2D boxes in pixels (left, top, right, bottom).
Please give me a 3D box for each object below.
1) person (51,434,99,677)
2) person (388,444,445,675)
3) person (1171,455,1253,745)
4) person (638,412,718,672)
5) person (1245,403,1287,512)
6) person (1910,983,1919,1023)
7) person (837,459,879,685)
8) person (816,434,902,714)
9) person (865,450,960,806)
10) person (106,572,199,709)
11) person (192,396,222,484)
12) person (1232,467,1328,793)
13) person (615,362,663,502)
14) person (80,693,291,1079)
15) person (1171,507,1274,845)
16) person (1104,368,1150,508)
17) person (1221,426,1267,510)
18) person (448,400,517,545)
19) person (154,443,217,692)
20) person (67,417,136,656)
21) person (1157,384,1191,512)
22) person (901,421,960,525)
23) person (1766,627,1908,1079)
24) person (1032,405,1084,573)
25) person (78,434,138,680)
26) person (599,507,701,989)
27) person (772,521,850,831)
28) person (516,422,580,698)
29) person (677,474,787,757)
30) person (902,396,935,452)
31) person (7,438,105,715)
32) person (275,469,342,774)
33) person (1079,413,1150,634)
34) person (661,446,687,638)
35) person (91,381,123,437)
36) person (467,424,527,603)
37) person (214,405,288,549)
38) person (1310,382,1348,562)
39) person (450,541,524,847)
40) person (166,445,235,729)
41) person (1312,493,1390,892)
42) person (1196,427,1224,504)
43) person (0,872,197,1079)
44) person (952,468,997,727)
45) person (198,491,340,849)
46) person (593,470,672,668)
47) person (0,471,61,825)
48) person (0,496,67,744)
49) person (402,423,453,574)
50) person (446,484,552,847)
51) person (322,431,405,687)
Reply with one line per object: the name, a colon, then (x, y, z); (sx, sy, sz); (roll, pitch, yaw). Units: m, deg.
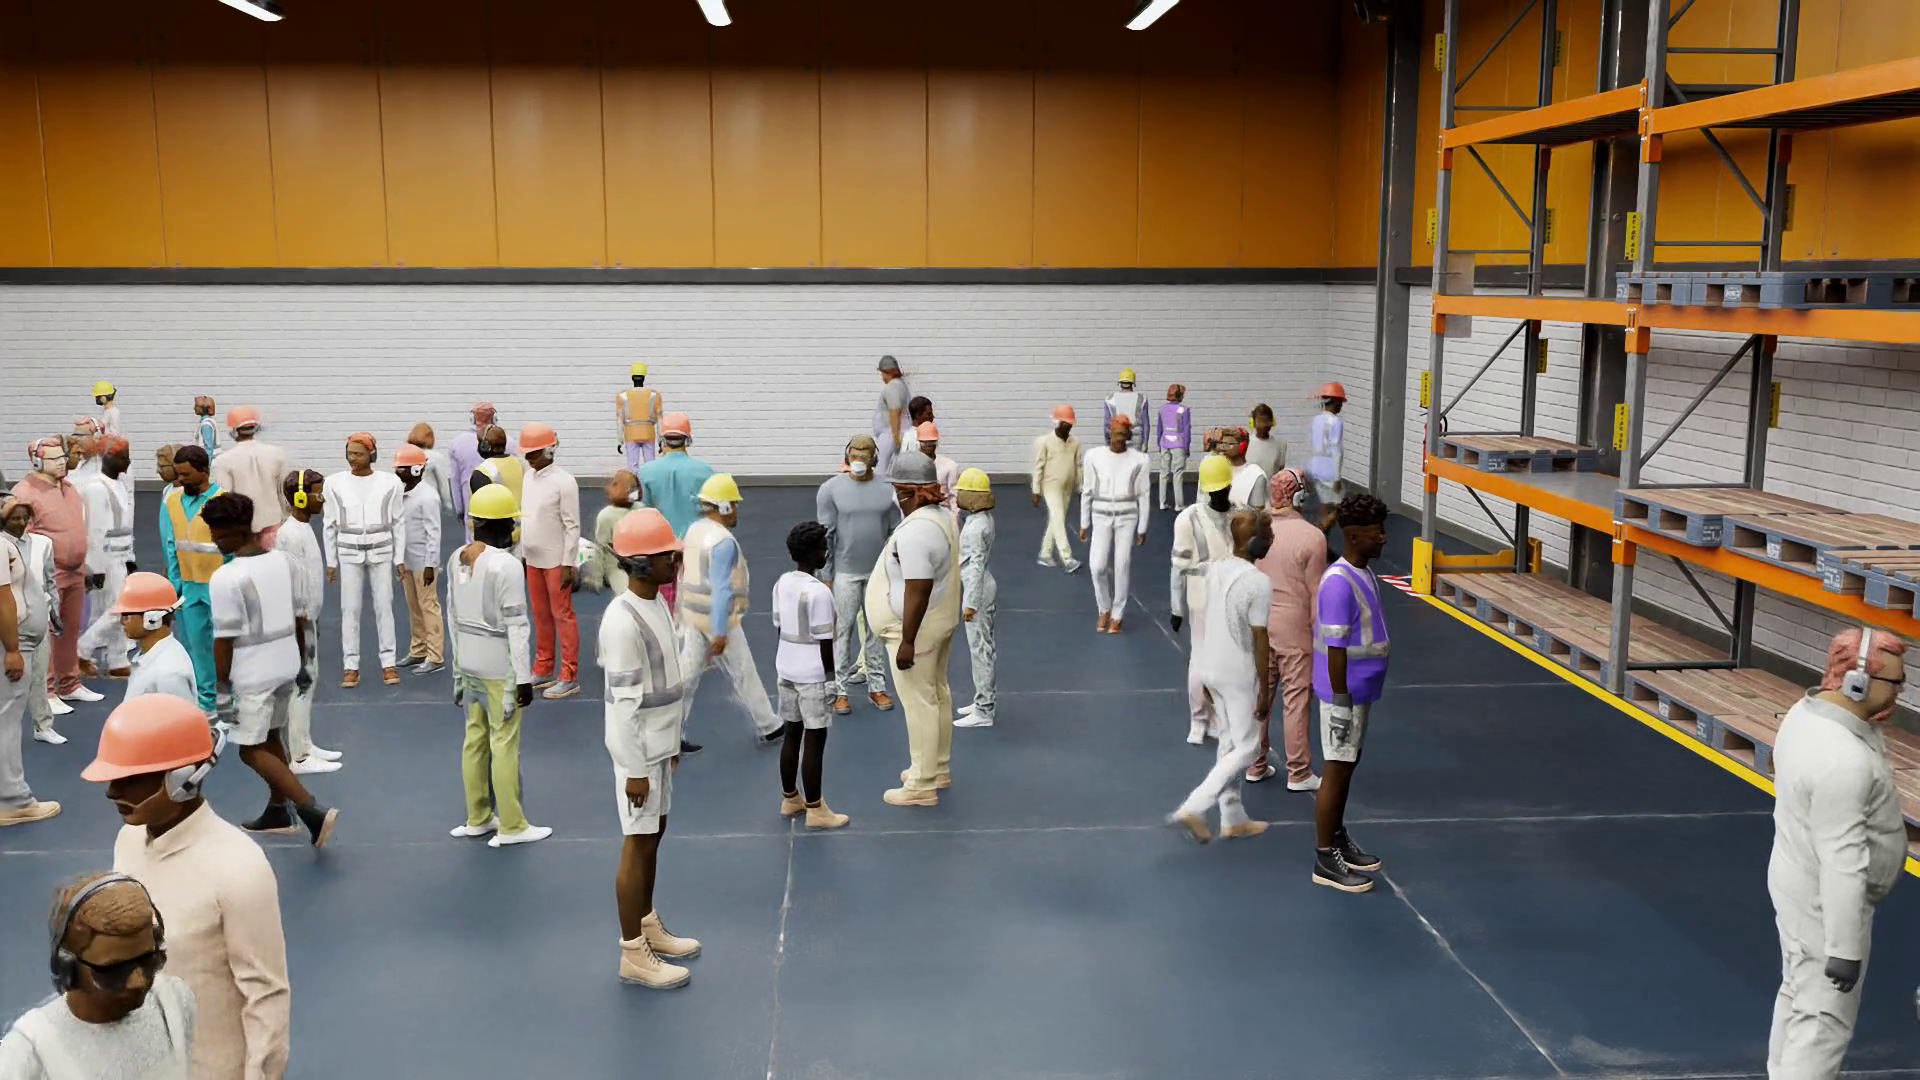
person: (-6.761, 0.119, 12.579); (0.352, 1.830, 0.531); (-7, 11, -38)
person: (-4.149, 0.141, 12.667); (0.327, 1.752, 0.561); (-8, 12, -42)
person: (1.692, 0.392, 10.658); (0.722, 1.901, 0.435); (-4, 10, -22)
person: (-2.126, 0.023, 12.659); (0.611, 1.993, 0.382); (1, 9, 4)
person: (2.811, -0.386, 15.712); (0.533, 1.852, 0.576); (0, 9, -2)
person: (3.235, 1.286, 5.203); (0.560, 1.854, 0.509); (-2, 9, -11)
person: (-0.746, 0.191, 12.353); (0.325, 1.752, 0.563); (-1, 9, -4)
person: (-0.679, 0.231, 11.531); (0.630, 1.938, 0.373); (-3, 10, -20)
person: (-0.277, 0.492, 9.568); (0.536, 2.000, 0.688); (2, 9, 15)
person: (-3.488, 1.002, 7.261); (0.327, 1.753, 0.563); (-6, 11, -32)
person: (-8.697, -0.853, 19.254); (0.309, 1.645, 0.514); (-4, 10, -23)
person: (1.915, 0.525, 9.784); (0.641, 1.909, 0.409); (9, 13, 43)
person: (-4.064, -1.291, 21.118); (0.594, 1.925, 0.369); (-2, 9, -15)
person: (-1.977, 1.359, 4.272); (0.622, 1.991, 0.396); (6, 11, 33)
person: (1.393, 0.737, 8.728); (0.594, 1.824, 0.555); (-5, 10, -28)
person: (2.153, -1.298, 21.458); (0.592, 1.833, 0.404); (1, 9, 9)
person: (2.186, 0.020, 13.137); (0.388, 1.848, 0.564); (-5, 11, -30)
person: (-4.244, -0.306, 14.990); (0.643, 1.913, 0.400); (1, 9, 8)
person: (-5.536, 0.222, 11.893); (0.515, 1.839, 0.333); (6, 11, 35)
person: (-6.876, -0.029, 13.260); (0.644, 1.908, 0.408); (4, 10, 23)
person: (2.738, -1.178, 21.321); (0.315, 1.637, 0.514); (-9, 13, -43)
person: (-0.286, -0.168, 14.597); (0.573, 1.754, 0.327); (2, 9, 14)
person: (2.888, 1.214, 5.499); (0.402, 1.896, 0.658); (3, 9, 17)
person: (1.063, -0.523, 16.999); (0.574, 1.696, 0.905); (-6, 11, -34)
person: (-6.338, 0.148, 12.300); (0.490, 1.867, 0.575); (-2, 9, -15)
person: (-1.325, 0.877, 7.130); (0.363, 2.048, 0.612); (0, 9, 2)
person: (-0.827, 0.736, 9.117); (0.316, 1.695, 0.541); (-6, 11, -34)
person: (-2.977, 0.140, 11.951); (0.609, 1.986, 0.393); (8, 12, 41)
person: (-1.492, 0.473, 10.481); (0.971, 1.777, 0.611); (-6, 11, -33)
person: (-0.390, -0.372, 15.376); (0.391, 1.920, 0.591); (0, 9, -3)
person: (-6.276, 0.240, 11.572); (0.407, 1.910, 0.638); (1, 9, 6)
person: (-3.981, 0.495, 10.135); (0.328, 1.862, 0.502); (-2, 9, -14)
person: (1.295, -0.129, 13.998); (0.592, 1.868, 0.442); (2, 9, 10)
person: (-2.364, -0.001, 13.931); (0.306, 1.637, 0.521); (-3, 10, -19)
person: (-10.222, -1.029, 20.016); (0.339, 1.761, 0.524); (-8, 12, -39)
person: (-3.717, -0.007, 13.324); (0.429, 1.845, 0.621); (3, 9, 18)
person: (-5.896, -0.160, 13.953); (0.612, 1.955, 0.988); (-8, 12, -41)
person: (3.862, -0.691, 17.429); (0.462, 1.904, 0.601); (-2, 9, -14)
person: (-2.525, 0.809, 8.858); (0.500, 1.632, 0.280); (7, 11, 36)
person: (-5.027, 0.307, 11.132); (0.597, 1.910, 0.380); (3, 9, 18)
person: (1.942, 0.736, 8.266); (0.361, 1.964, 0.617); (4, 10, 22)
person: (2.323, -0.220, 15.294); (0.309, 1.641, 0.514); (3, 9, 16)
person: (-1.944, 1.558, 3.611); (0.691, 1.809, 0.533); (3, 10, 20)
person: (0.095, 0.382, 11.186); (0.298, 1.745, 0.484); (1, 9, 8)
person: (-3.576, 0.689, 8.710); (0.762, 1.934, 0.700); (2, 9, 15)
person: (-2.492, 0.257, 12.469); (0.853, 1.588, 0.503); (6, 11, 31)
person: (-5.357, 0.545, 9.235); (0.679, 2.000, 0.537); (6, 11, 33)
person: (-5.976, 0.533, 10.579); (0.309, 1.637, 0.512); (5, 10, 30)
person: (-5.255, -0.355, 16.353); (0.518, 1.578, 0.832); (2, 9, 11)
person: (-2.476, 0.660, 8.865); (0.589, 1.928, 0.385); (7, 12, 38)
person: (-4.383, 0.141, 12.268); (0.575, 1.883, 0.355); (-3, 10, -20)
